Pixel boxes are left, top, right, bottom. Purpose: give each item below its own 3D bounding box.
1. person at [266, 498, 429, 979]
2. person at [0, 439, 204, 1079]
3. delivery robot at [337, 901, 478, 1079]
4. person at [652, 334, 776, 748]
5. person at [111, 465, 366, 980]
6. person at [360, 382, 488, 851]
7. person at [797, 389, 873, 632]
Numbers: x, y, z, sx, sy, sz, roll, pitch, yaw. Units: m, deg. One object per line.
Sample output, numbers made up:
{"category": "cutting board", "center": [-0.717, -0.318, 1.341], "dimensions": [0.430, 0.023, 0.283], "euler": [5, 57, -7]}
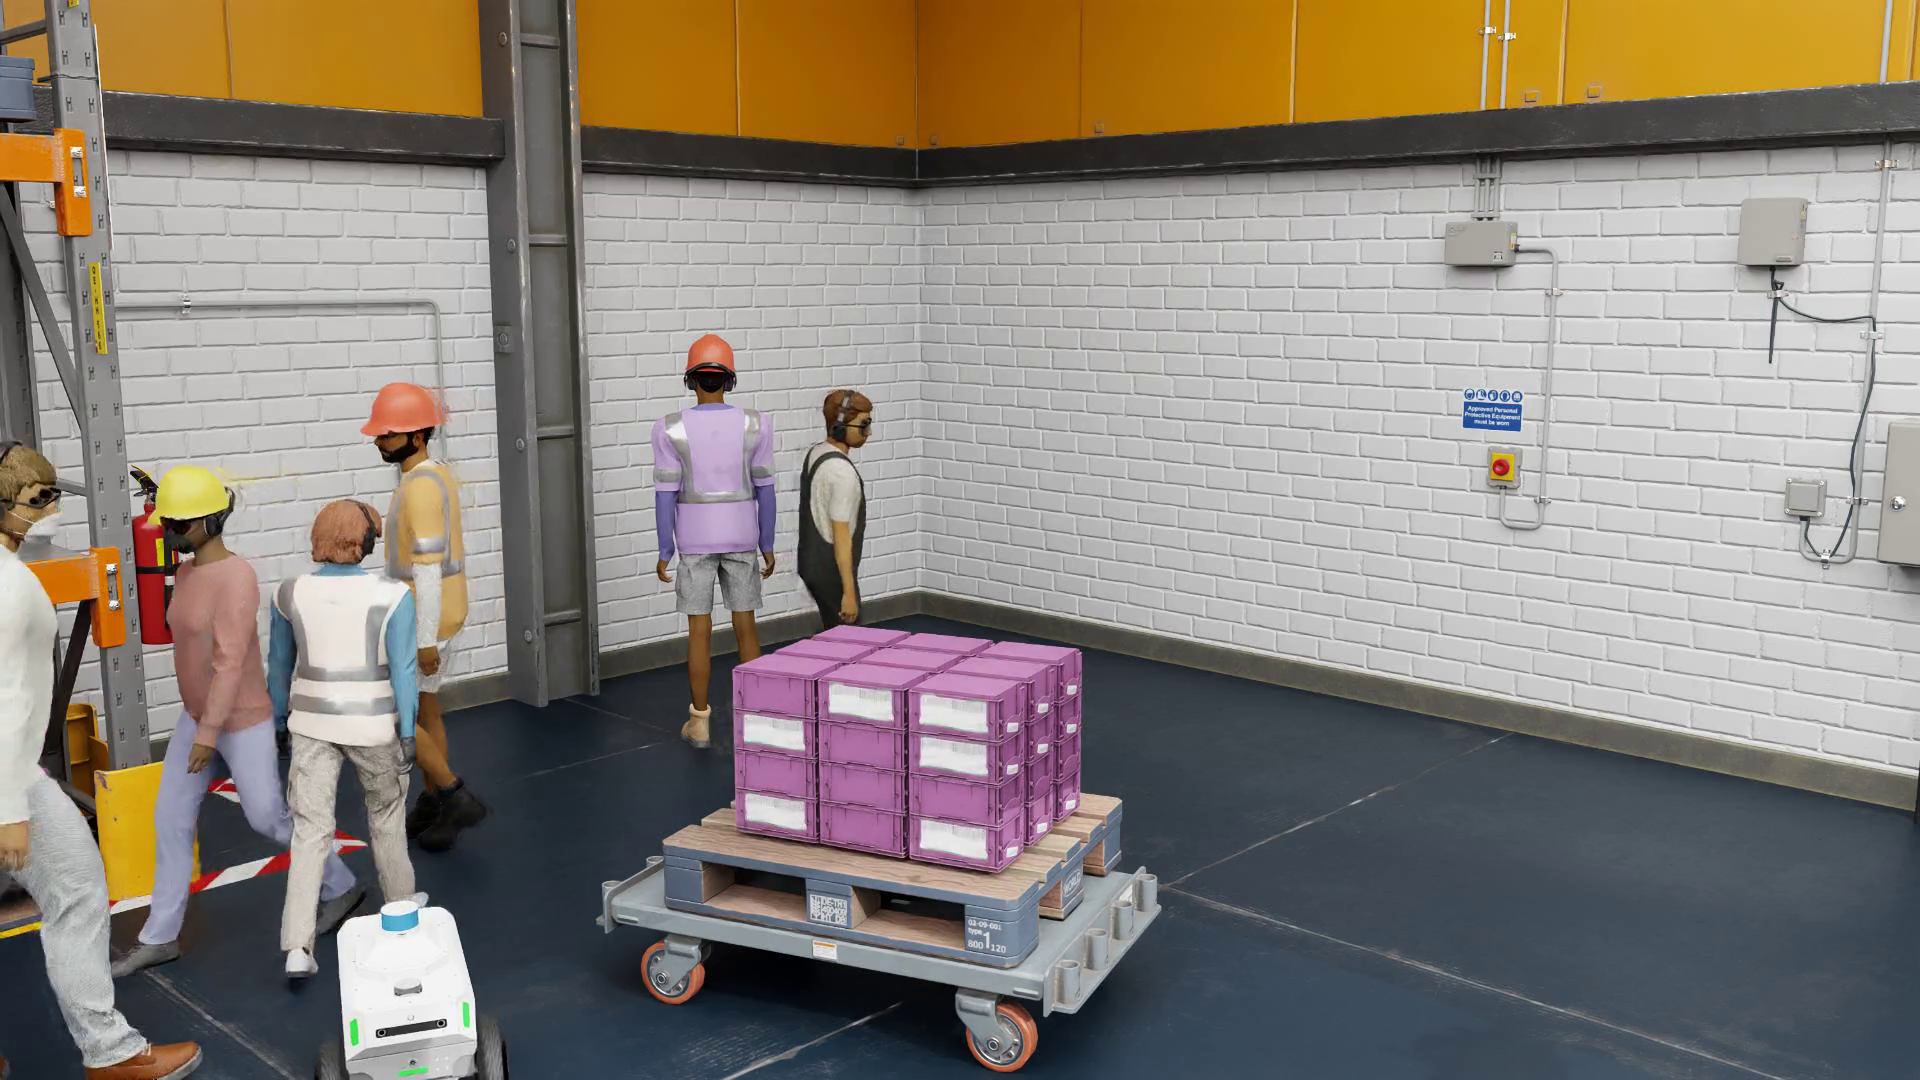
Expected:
{"category": "person", "center": [-2.119, 0.656, 5.691], "dimensions": [0.543, 1.593, 0.867], "euler": [0, 9, -2]}
{"category": "person", "center": [-2.593, 0.663, 4.662], "dimensions": [0.749, 1.900, 0.714], "euler": [-9, 13, -44]}
{"category": "delivery robot", "center": [-1.588, 1.276, 4.747], "dimensions": [0.477, 0.478, 0.707], "euler": [-4, 10, -21]}
{"category": "person", "center": [-1.214, 0.009, 8.247], "dimensions": [0.605, 2.045, 0.379], "euler": [-3, 10, -16]}
{"category": "person", "center": [-2.479, 0.588, 5.669], "dimensions": [0.518, 1.723, 0.853], "euler": [8, 12, 39]}
{"category": "person", "center": [-2.208, 0.316, 6.769], "dimensions": [0.392, 1.919, 0.578], "euler": [-1, 9, -8]}
{"category": "person", "center": [-0.656, 0.182, 7.892], "dimensions": [0.614, 1.807, 0.557], "euler": [-4, 10, -22]}
